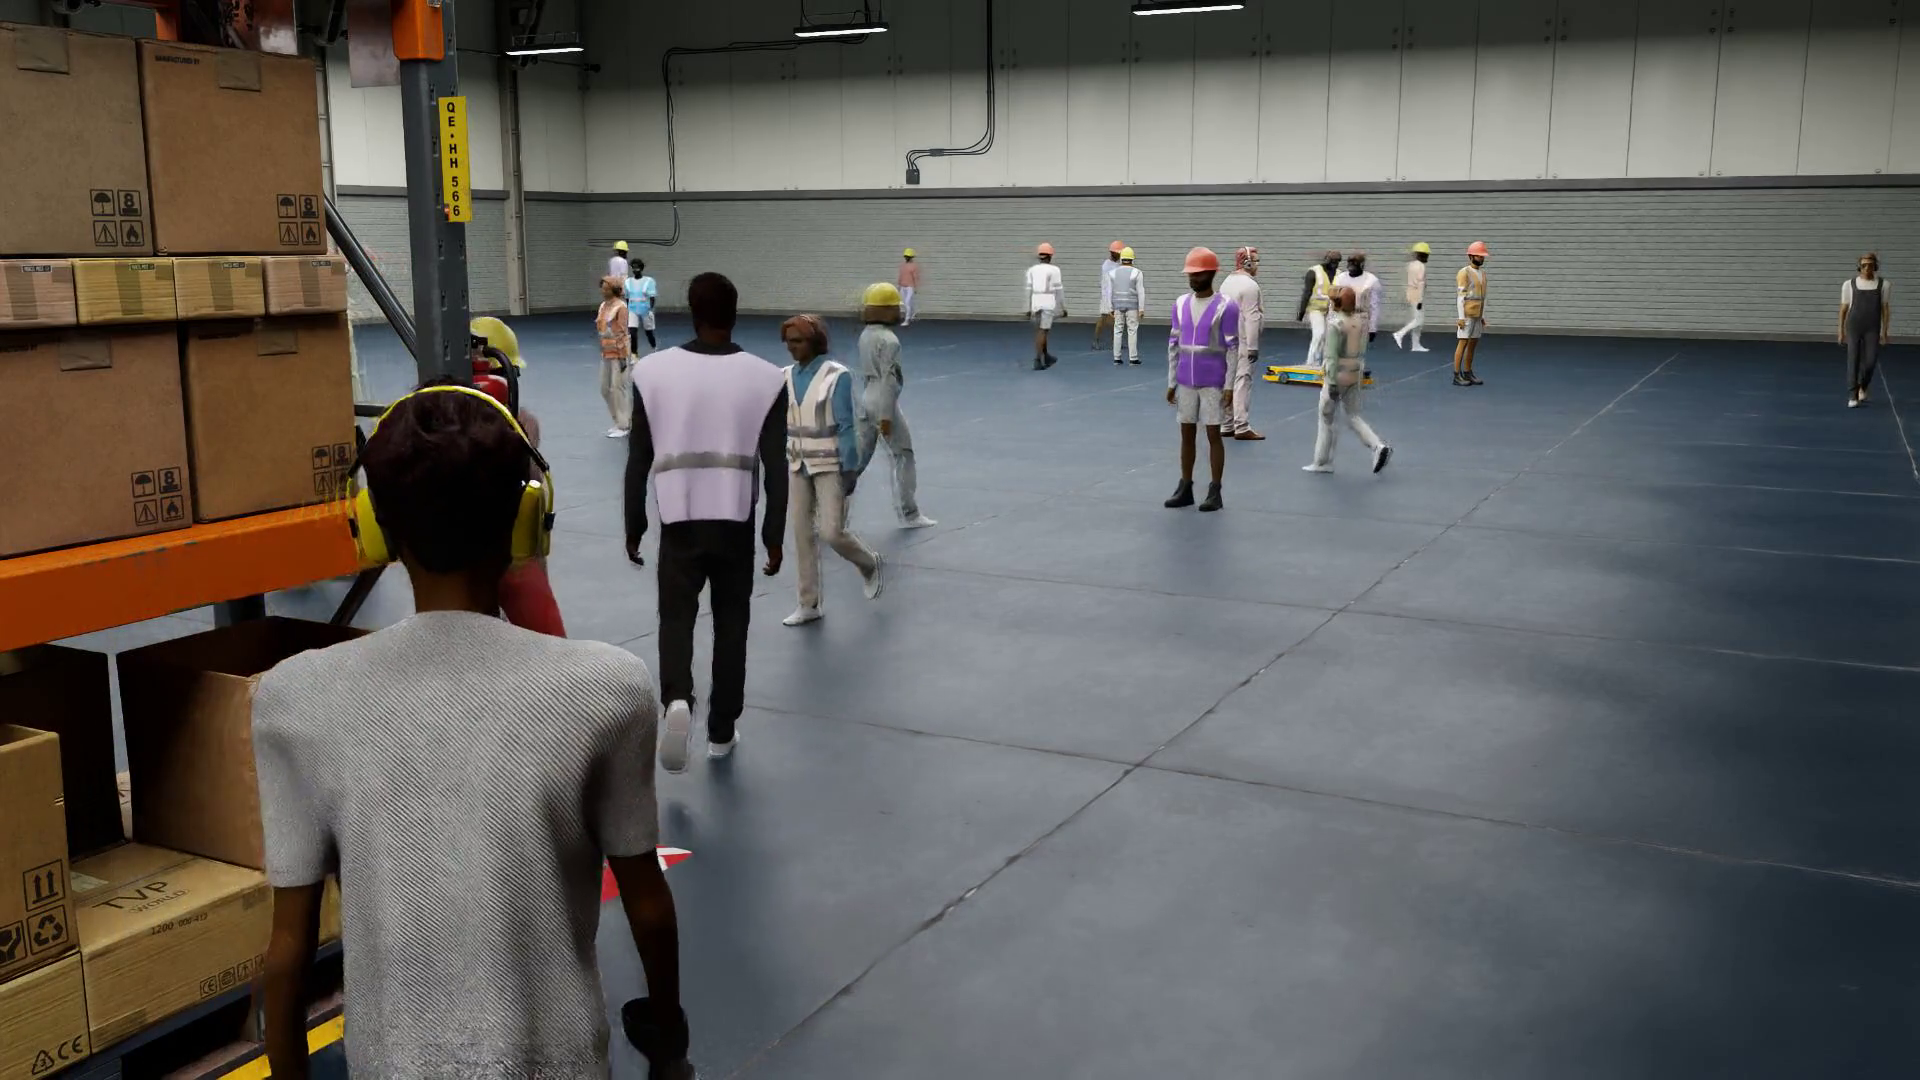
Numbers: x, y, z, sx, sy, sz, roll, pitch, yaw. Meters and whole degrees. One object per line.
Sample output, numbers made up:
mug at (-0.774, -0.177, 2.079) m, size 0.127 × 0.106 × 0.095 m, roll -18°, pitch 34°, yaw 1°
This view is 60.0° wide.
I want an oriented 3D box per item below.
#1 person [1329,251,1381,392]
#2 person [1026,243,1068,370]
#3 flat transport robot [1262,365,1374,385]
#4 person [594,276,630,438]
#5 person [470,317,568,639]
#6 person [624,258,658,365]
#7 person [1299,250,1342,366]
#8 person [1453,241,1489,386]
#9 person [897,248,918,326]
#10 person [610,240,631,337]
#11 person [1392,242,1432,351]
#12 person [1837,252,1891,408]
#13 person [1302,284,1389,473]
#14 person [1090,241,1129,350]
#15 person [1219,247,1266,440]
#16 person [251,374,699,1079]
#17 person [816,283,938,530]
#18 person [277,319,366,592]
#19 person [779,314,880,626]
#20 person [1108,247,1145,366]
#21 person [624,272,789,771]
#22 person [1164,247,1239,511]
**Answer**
person at (4.757, -2.576, 20.157) m, size 0.651 × 1.832 × 0.447 m, roll 7°, pitch 12°, yaw 34°
person at (1.336, -3.533, 25.219) m, size 0.570 × 1.891 × 0.958 m, roll 8°, pitch 13°, yaw 36°
flat transport robot at (4.856, -2.240, 22.589) m, size 0.652 × 0.197 × 1.431 m, roll -7°, pitch 13°, yaw -34°
person at (-3.451, -1.835, 16.713) m, size 0.404 × 1.618 × 0.594 m, roll -8°, pitch 13°, yaw -37°
person at (-1.577, 0.120, 5.678) m, size 0.380 × 1.752 × 0.524 m, roll 7°, pitch 12°, yaw 32°
person at (-5.004, -3.599, 26.190) m, size 0.534 × 1.669 × 0.738 m, roll 1°, pitch 10°, yaw 7°
person at (5.293, -3.303, 24.200) m, size 0.691 × 1.807 × 0.526 m, roll -5°, pitch 11°, yaw -25°
person at (6.922, -3.044, 22.427) m, size 0.551 × 1.935 × 0.375 m, roll -9°, pitch 13°, yaw -39°
person at (-1.149, -5.672, 37.252) m, size 0.551 × 1.745 × 0.454 m, roll 9°, pitch 14°, yaw 42°
person at (-6.740, -4.978, 33.037) m, size 0.452 × 1.915 × 0.589 m, roll -7°, pitch 12°, yaw -32°
person at (7.875, -4.209, 28.873) m, size 0.608 × 1.911 × 0.592 m, roll 0°, pitch 10°, yaw -2°
person at (10.626, -2.469, 19.578) m, size 0.539 × 1.828 × 0.455 m, roll 5°, pitch 11°, yaw 25°
person at (3.266, -1.347, 14.035) m, size 0.521 × 1.618 × 0.686 m, roll -10°, pitch 14°, yaw -43°
person at (2.677, -4.317, 29.461) m, size 0.508 × 1.915 × 0.775 m, roll 8°, pitch 13°, yaw 36°
person at (2.821, -1.953, 16.558) m, size 0.399 × 1.909 × 0.642 m, roll -3°, pitch 11°, yaw -16°
person at (-0.610, 0.704, 2.229) m, size 0.499 × 1.840 × 0.881 m, roll 0°, pitch 10°, yaw 0°
person at (-0.598, -0.899, 11.376) m, size 0.863 × 1.711 × 0.497 m, roll -6°, pitch 12°, yaw -29°
person at (-3.793, -0.699, 9.554) m, size 0.878 × 1.959 × 0.634 m, roll -9°, pitch 14°, yaw -40°
person at (-0.705, -0.375, 8.715) m, size 0.538 × 1.621 × 0.537 m, roll 7°, pitch 12°, yaw 33°
person at (2.603, -3.628, 25.884) m, size 0.600 × 1.835 × 0.404 m, roll 6°, pitch 12°, yaw 29°
person at (-0.951, -0.050, 6.250) m, size 0.640 × 1.890 × 0.706 m, roll -1°, pitch 10°, yaw -6°
person at (1.764, -1.177, 12.248) m, size 0.551 × 1.934 × 0.373 m, roll 8°, pitch 13°, yaw 36°
